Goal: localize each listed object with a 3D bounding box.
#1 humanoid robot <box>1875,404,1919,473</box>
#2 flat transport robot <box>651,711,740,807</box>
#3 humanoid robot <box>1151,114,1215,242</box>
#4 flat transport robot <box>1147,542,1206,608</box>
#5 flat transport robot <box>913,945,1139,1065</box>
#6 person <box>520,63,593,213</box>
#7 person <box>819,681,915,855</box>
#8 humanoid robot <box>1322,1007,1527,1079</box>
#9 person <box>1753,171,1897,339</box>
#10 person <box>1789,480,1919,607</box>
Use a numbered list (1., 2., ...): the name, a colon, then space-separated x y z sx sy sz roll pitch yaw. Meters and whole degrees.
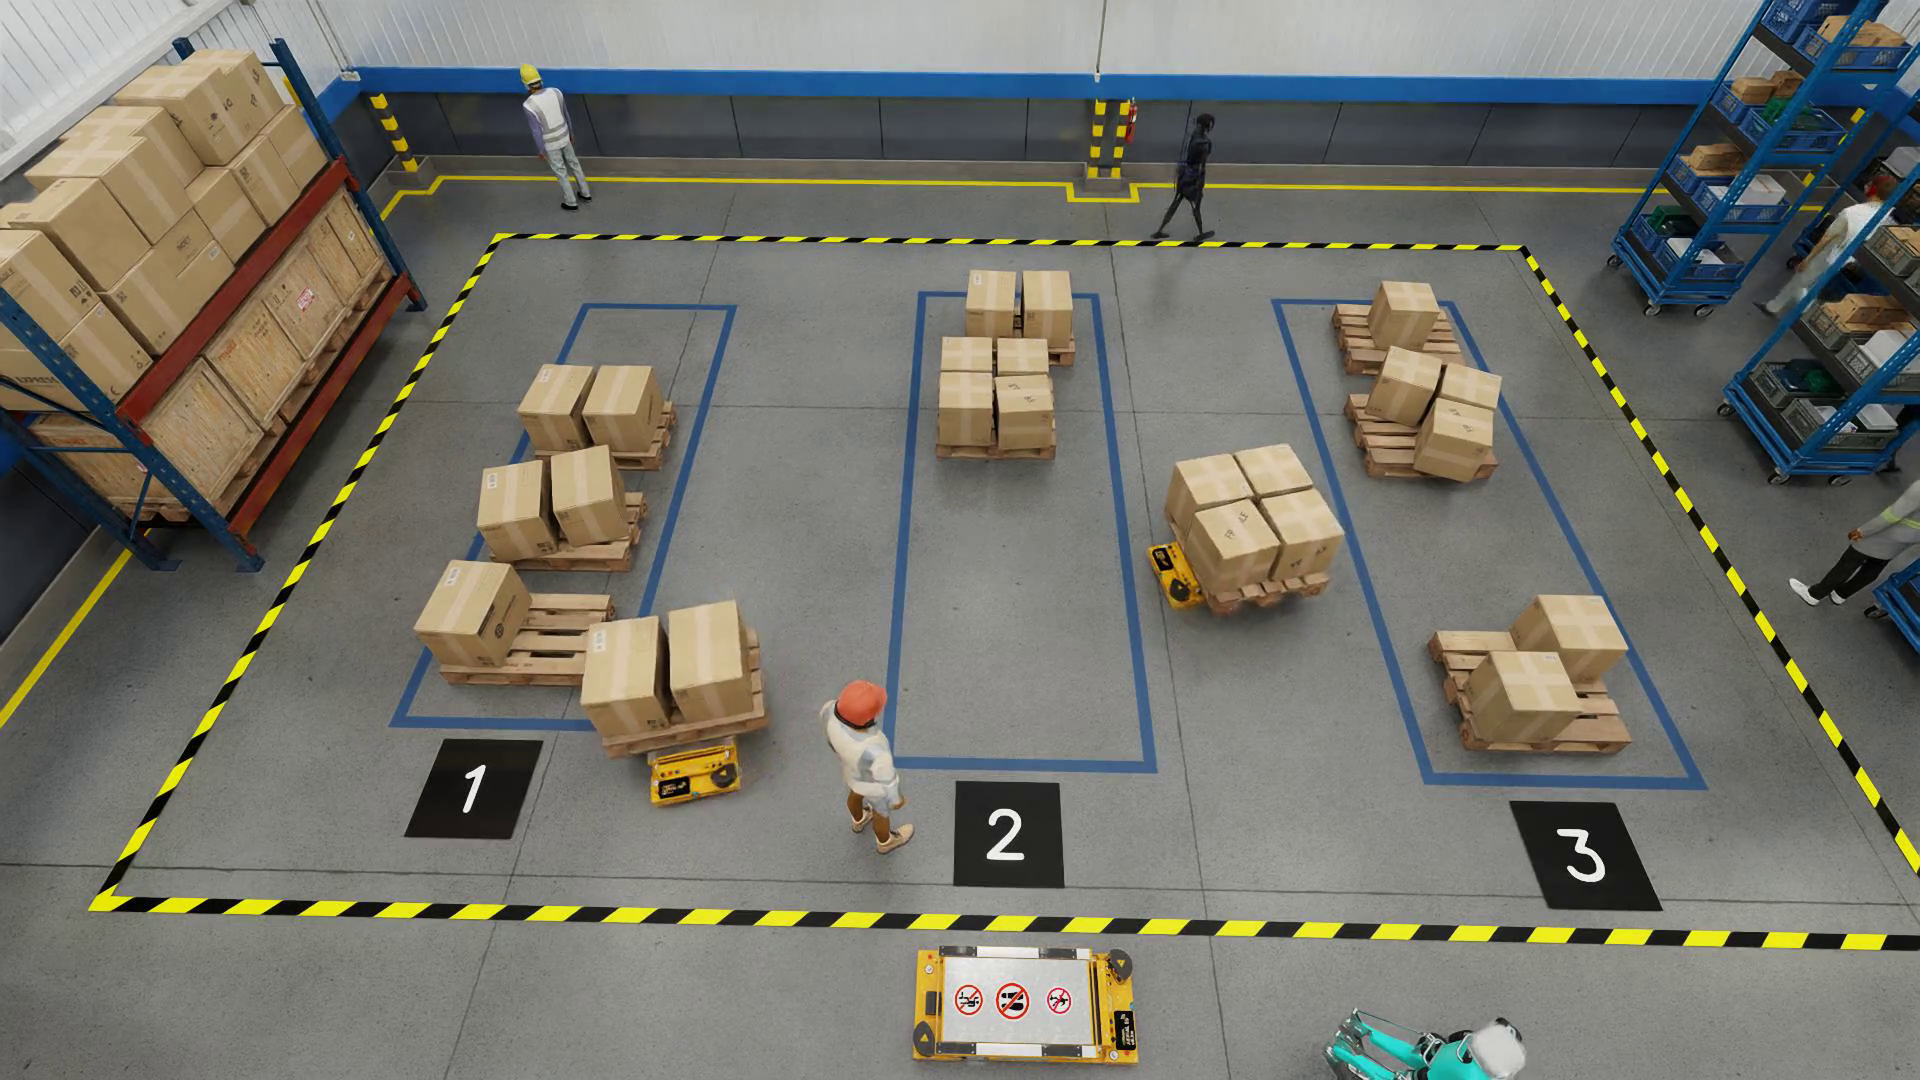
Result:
1. humanoid robot: 9.337 -1.356 8.704 0.585 1.647 0.689 5 51 4
2. flat transport robot: -2.153 1.369 7.352 0.652 0.197 1.431 -10 51 -8
3. humanoid robot: 2.858 -4.423 11.214 0.788 1.623 0.588 -7 51 -6
4. flat transport robot: 2.497 0.179 8.322 1.431 0.197 0.652 -10 52 -8
5. flat transport robot: 0.422 3.041 6.007 1.431 0.231 0.659 1 51 1
6. person: -5.146 -5.069 11.610 0.404 1.827 0.599 24 55 18
7. person: -0.597 1.525 6.101 0.613 2.041 0.376 36 59 25
8. humanoid robot: 2.442 2.846 5.132 0.533 1.677 0.735 -35 59 -25
9. person: 9.540 -3.070 9.993 0.568 1.816 0.781 -12 52 -9
10. person: 7.700 -0.100 7.545 0.597 1.852 0.373 0 51 0
